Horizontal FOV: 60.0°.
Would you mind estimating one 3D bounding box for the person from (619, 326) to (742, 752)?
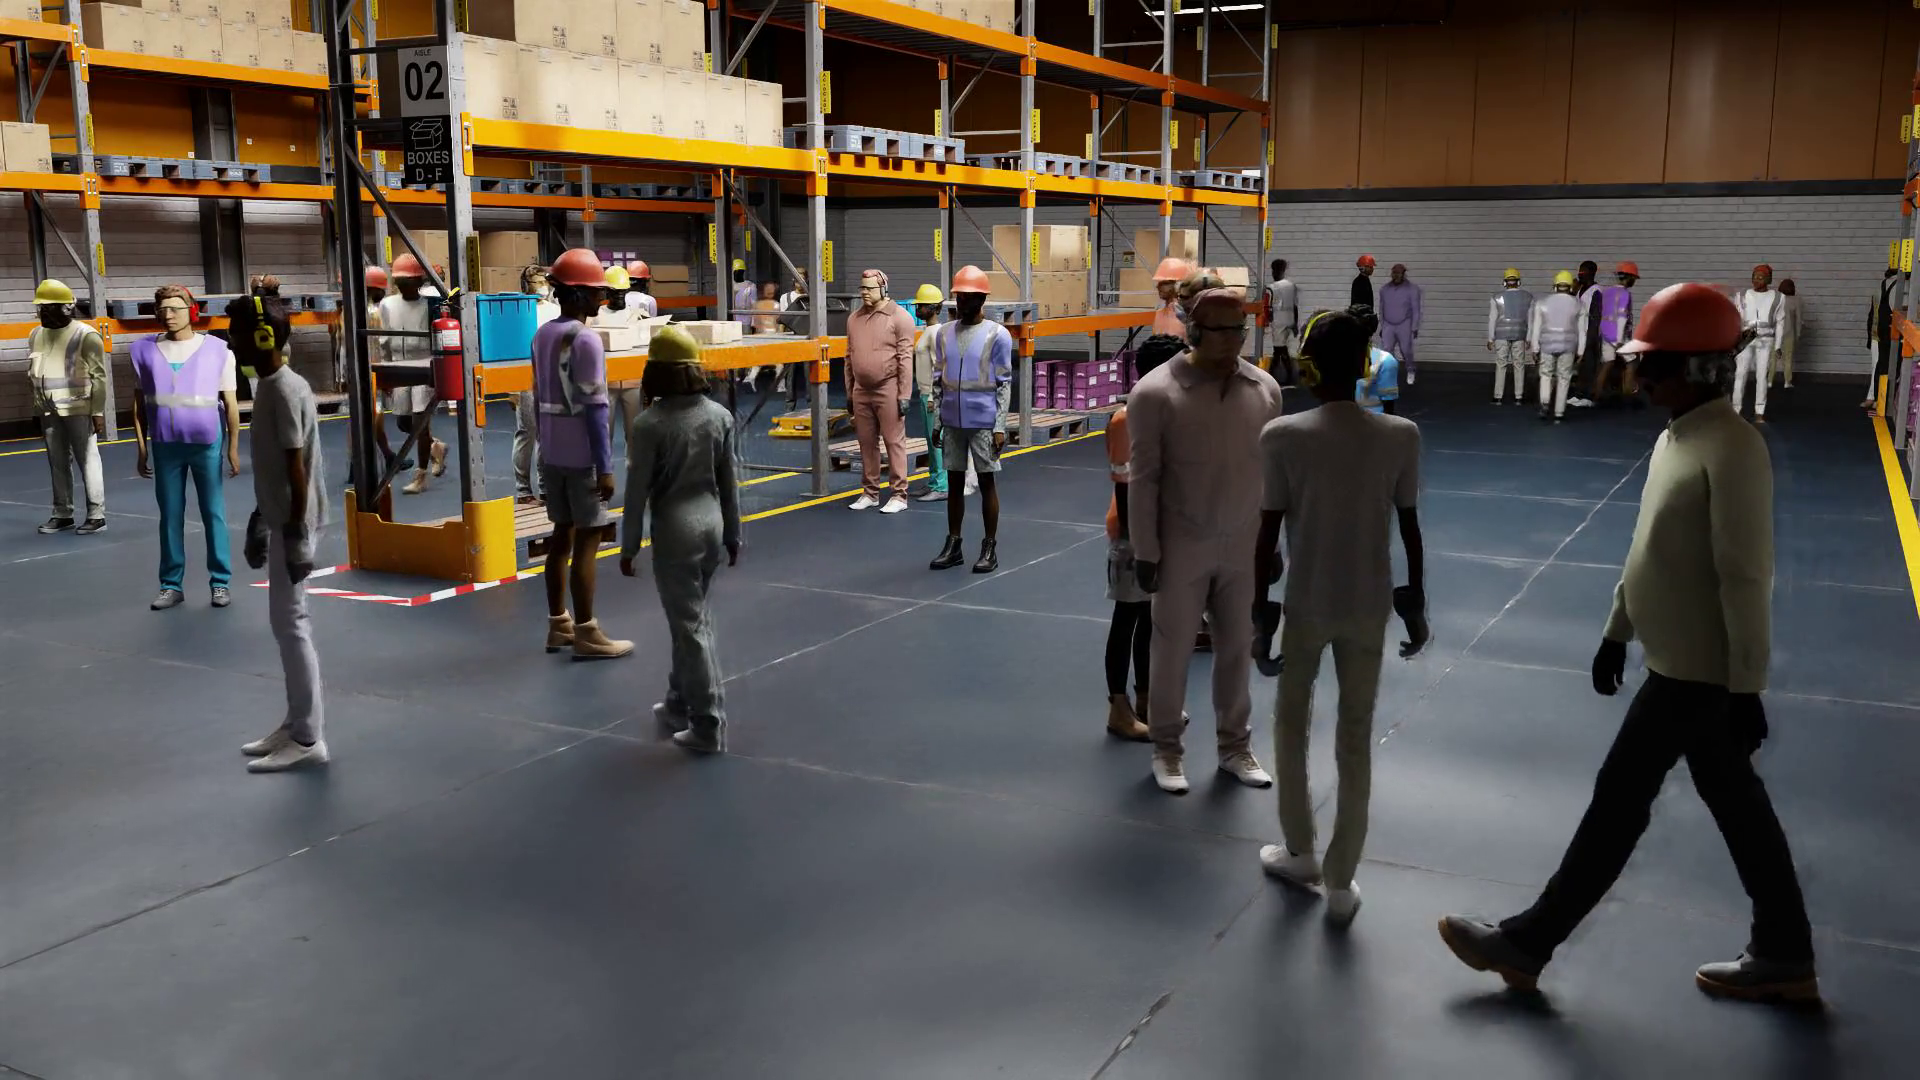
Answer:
[{"bbox_3d":[-1.208,-0.012,6.843,0.711,1.717,0.507,8,13,40],"label":"person"}]

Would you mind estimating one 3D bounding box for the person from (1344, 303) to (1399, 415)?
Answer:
[{"bbox_3d":[2.600,-0.696,10.901,0.538,1.696,0.317,10,14,44],"label":"person"}]

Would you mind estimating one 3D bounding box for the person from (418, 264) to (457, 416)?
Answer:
[{"bbox_3d":[-6.490,-2.484,20.714,0.574,1.883,0.356,-1,10,-6],"label":"person"}]

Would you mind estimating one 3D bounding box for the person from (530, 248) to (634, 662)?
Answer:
[{"bbox_3d":[-1.888,-0.422,8.311,0.390,2.041,0.614,-8,13,-39],"label":"person"}]

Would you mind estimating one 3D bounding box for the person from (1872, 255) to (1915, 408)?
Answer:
[{"bbox_3d":[12.130,-2.690,21.449,0.538,2.000,0.681,-1,10,-7],"label":"person"}]

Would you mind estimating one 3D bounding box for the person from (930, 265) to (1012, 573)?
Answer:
[{"bbox_3d":[0.059,-0.760,10.561,0.545,1.943,0.347,5,11,26],"label":"person"}]

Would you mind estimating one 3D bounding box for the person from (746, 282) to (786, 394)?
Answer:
[{"bbox_3d":[-2.770,-2.895,23.902,0.510,1.605,0.808,5,11,27],"label":"person"}]

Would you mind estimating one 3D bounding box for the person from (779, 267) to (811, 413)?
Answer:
[{"bbox_3d":[-1.930,-2.367,20.145,0.508,1.847,0.345,0,10,-3],"label":"person"}]

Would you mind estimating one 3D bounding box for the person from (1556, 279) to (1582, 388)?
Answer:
[{"bbox_3d":[9.203,-3.108,25.044,0.284,1.633,0.500,-4,11,-23],"label":"person"}]

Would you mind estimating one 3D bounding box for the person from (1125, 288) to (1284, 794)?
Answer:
[{"bbox_3d":[0.937,0.009,6.257,0.647,1.897,0.399,-3,10,-19],"label":"person"}]

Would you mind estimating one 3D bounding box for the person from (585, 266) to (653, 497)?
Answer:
[{"bbox_3d":[-2.821,-1.301,13.769,0.589,1.918,0.402,-4,11,-23],"label":"person"}]

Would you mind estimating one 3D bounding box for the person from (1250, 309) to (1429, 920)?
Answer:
[{"bbox_3d":[1.184,0.222,5.147,0.579,1.850,0.538,1,10,6],"label":"person"}]

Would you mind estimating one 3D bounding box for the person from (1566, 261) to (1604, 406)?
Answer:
[{"bbox_3d":[8.307,-2.733,22.050,0.392,1.920,0.591,0,10,-2],"label":"person"}]

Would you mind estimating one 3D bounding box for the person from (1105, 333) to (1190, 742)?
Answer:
[{"bbox_3d":[0.799,-0.019,6.993,0.322,1.692,0.530,7,12,36],"label":"person"}]

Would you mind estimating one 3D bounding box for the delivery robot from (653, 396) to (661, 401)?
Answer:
[{"bbox_3d":[-3.708,-1.997,21.464,0.477,0.478,0.707,2,10,11],"label":"delivery robot"}]

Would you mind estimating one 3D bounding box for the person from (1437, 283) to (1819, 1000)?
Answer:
[{"bbox_3d":[1.871,0.293,4.462,1.037,1.933,0.654,2,10,12],"label":"person"}]

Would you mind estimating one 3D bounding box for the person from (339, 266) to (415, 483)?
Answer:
[{"bbox_3d":[-5.163,-1.476,14.842,0.565,1.894,0.901,6,12,32],"label":"person"}]

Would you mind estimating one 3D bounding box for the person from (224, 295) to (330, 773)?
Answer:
[{"bbox_3d":[-2.706,-0.033,6.599,0.377,1.860,0.556,-5,11,-28],"label":"person"}]

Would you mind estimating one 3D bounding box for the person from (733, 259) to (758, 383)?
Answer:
[{"bbox_3d":[-3.421,-3.400,25.885,0.586,1.928,0.369,5,11,26],"label":"person"}]

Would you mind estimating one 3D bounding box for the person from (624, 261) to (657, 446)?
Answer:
[{"bbox_3d":[-3.352,-1.939,17.402,0.542,1.938,0.357,4,11,23],"label":"person"}]

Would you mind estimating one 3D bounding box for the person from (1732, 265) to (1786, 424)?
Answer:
[{"bbox_3d":[9.464,-2.322,19.774,0.574,1.884,0.360,5,11,28],"label":"person"}]

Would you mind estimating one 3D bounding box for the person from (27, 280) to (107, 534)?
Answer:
[{"bbox_3d":[-6.439,-0.949,11.968,0.601,1.830,0.404,2,10,13],"label":"person"}]

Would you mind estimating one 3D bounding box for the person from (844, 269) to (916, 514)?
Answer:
[{"bbox_3d":[-0.651,-1.153,12.985,0.636,1.900,0.402,6,12,32],"label":"person"}]

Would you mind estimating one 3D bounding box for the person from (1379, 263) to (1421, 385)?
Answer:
[{"bbox_3d":[6.684,-3.263,25.259,0.651,1.877,0.888,6,12,32],"label":"person"}]

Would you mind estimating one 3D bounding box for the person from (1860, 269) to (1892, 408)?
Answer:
[{"bbox_3d":[12.078,-2.613,21.591,0.430,1.841,0.624,-7,12,-34],"label":"person"}]

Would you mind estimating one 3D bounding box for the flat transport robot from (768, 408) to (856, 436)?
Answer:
[{"bbox_3d":[-1.623,-1.325,18.665,0.652,0.197,1.431,2,10,11],"label":"flat transport robot"}]

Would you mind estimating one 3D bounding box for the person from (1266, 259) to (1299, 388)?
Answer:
[{"bbox_3d":[4.745,-3.260,25.080,0.630,1.917,0.958,-8,13,-39],"label":"person"}]

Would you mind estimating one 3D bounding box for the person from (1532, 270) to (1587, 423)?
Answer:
[{"bbox_3d":[7.109,-2.284,19.720,0.616,1.822,0.421,5,11,25],"label":"person"}]

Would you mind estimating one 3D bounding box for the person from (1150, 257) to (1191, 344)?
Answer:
[{"bbox_3d":[1.680,-1.184,12.881,0.474,1.982,0.611,-5,11,-26],"label":"person"}]

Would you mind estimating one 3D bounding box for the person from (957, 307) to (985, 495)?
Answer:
[{"bbox_3d":[0.109,-1.205,14.123,0.527,1.642,0.616,6,11,30],"label":"person"}]

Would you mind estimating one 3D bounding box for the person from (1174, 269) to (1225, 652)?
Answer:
[{"bbox_3d":[1.225,-0.399,8.479,0.372,1.940,0.632,2,10,10],"label":"person"}]

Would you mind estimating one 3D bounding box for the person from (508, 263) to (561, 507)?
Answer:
[{"bbox_3d":[-3.341,-1.207,13.154,0.357,1.938,0.637,6,11,30],"label":"person"}]

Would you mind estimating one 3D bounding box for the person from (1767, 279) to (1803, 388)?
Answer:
[{"bbox_3d":[12.339,-3.089,24.932,0.507,1.633,0.277,7,12,33],"label":"person"}]

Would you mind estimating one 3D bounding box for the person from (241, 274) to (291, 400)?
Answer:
[{"bbox_3d":[-6.427,-1.540,15.421,0.430,1.831,0.634,-2,10,-12],"label":"person"}]

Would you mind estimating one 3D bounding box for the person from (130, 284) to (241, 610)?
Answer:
[{"bbox_3d":[-4.404,-0.531,9.507,0.565,1.847,0.396,-2,10,-10],"label":"person"}]

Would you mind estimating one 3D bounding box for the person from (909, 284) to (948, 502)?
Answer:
[{"bbox_3d":[-0.248,-1.195,13.592,0.312,1.769,0.525,-2,10,-11],"label":"person"}]

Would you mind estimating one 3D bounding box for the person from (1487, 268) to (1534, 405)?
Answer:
[{"bbox_3d":[7.319,-2.701,22.148,0.588,1.822,0.403,1,10,5],"label":"person"}]

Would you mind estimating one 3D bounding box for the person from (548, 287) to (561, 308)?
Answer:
[{"bbox_3d":[-4.774,-2.403,20.066,0.403,1.943,0.607,-3,10,-16],"label":"person"}]

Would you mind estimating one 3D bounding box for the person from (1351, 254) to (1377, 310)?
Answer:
[{"bbox_3d":[6.280,-3.446,25.953,0.393,1.995,0.612,5,11,28],"label":"person"}]

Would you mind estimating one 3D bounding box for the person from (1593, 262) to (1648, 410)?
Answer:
[{"bbox_3d":[8.565,-2.612,21.414,0.767,1.894,0.546,-1,10,-6],"label":"person"}]

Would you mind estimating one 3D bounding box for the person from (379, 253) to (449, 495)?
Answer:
[{"bbox_3d":[-4.589,-1.421,14.151,0.630,2.023,0.759,2,10,14],"label":"person"}]
